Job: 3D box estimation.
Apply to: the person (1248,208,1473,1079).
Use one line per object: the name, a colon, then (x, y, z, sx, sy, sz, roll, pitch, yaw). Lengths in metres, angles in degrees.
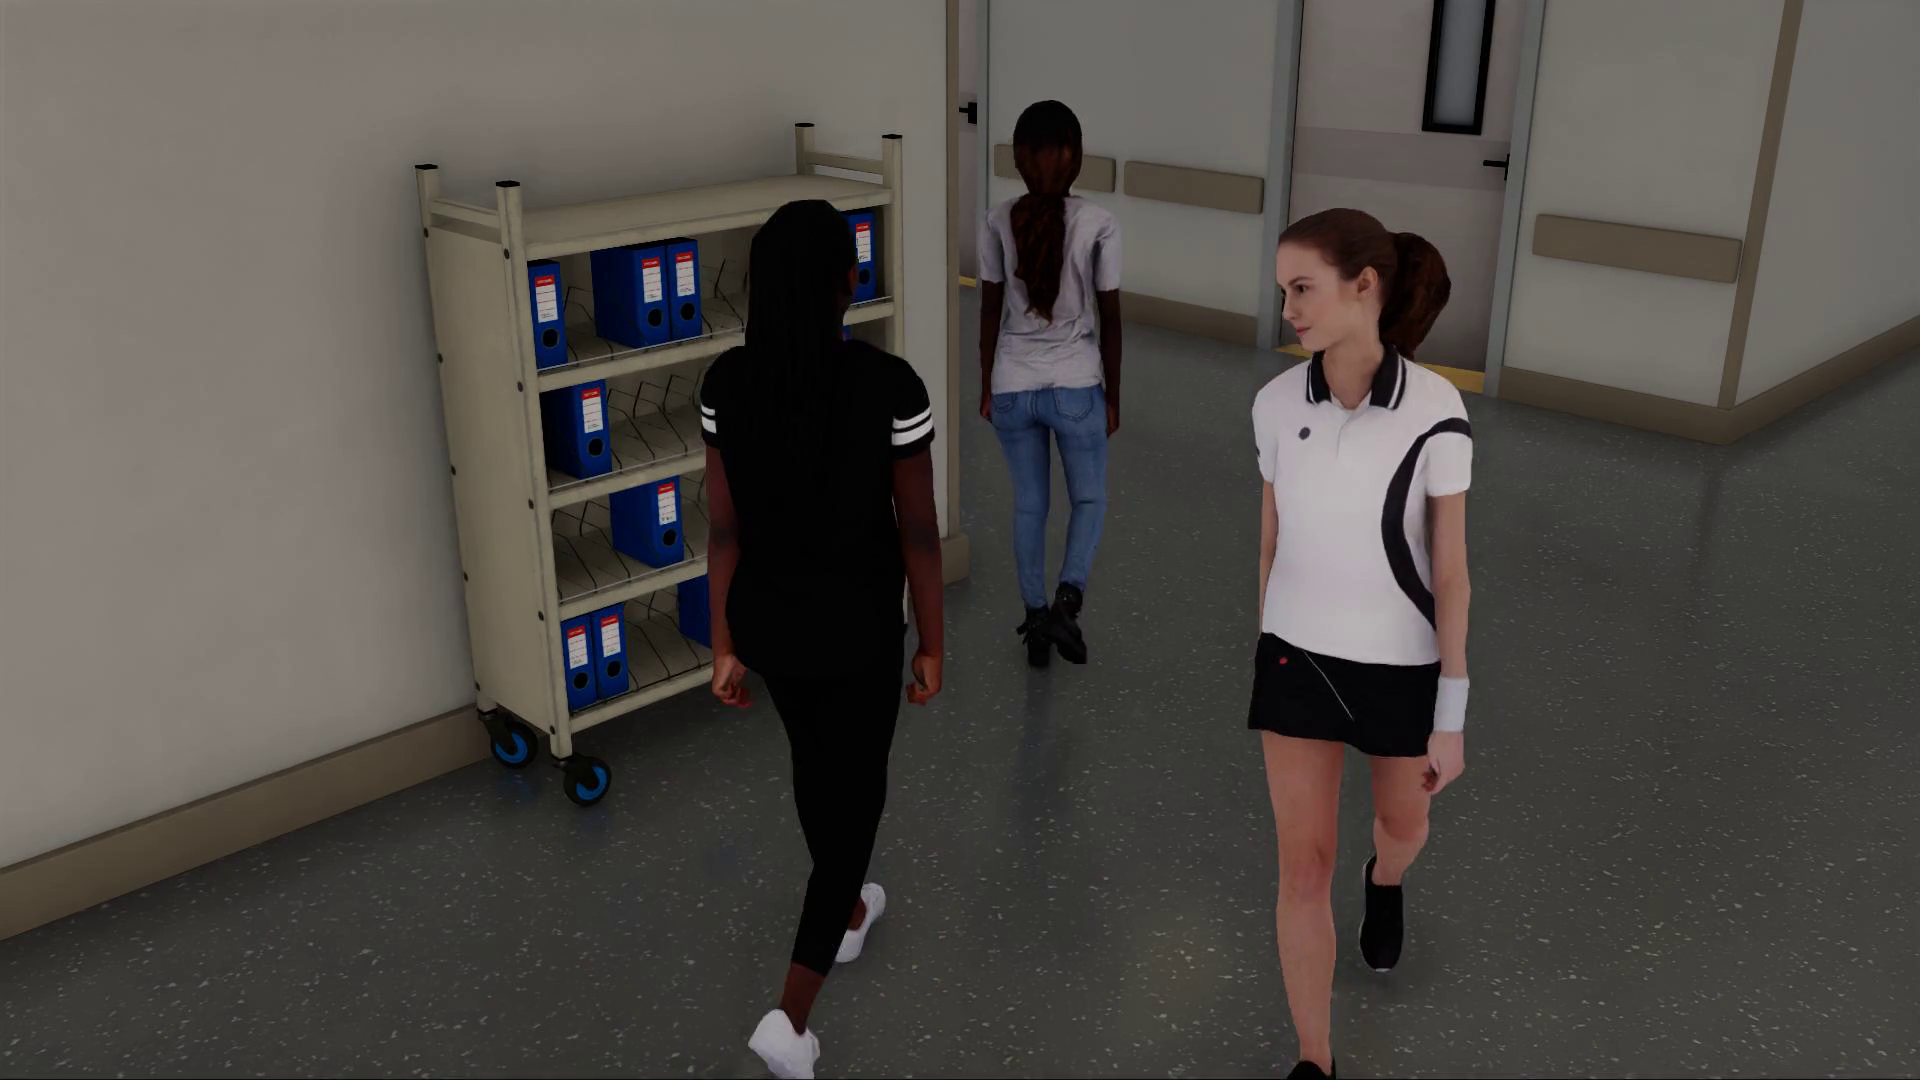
person: (0.785, 0.246, 3.196, 0.908, 1.704, 1.195, 7, 22, 17)

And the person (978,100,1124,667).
person: (0.249, -0.390, 4.863, 0.796, 1.712, 0.887, 4, 21, 11)

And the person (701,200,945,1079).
person: (-0.291, 0.237, 3.224, 1.007, 1.701, 1.195, 5, 21, 13)
